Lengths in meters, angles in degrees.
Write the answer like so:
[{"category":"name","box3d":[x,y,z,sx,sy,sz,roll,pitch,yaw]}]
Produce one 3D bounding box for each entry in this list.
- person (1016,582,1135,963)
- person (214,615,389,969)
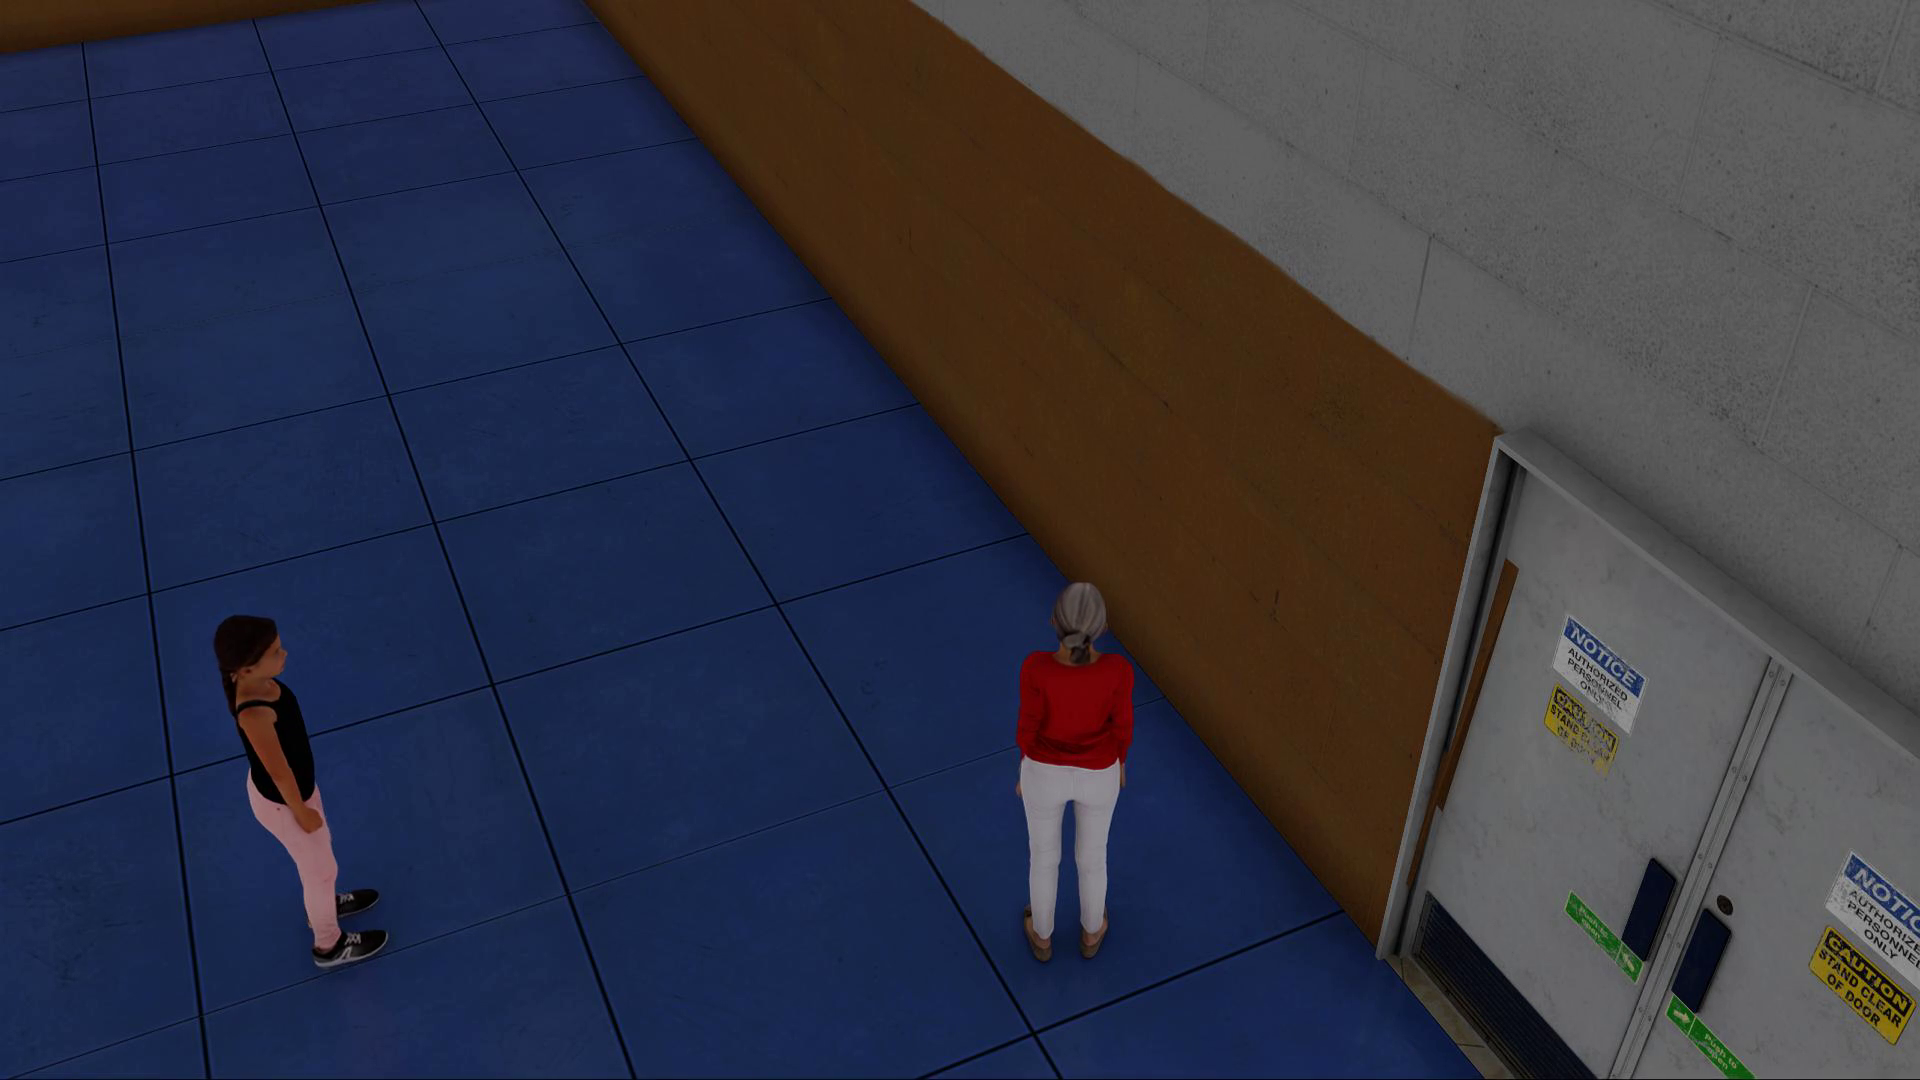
[{"category":"person","box3d":[0.381,0.817,5.721,0.597,1.694,0.696,-1,37,-1]},{"category":"person","box3d":[-2.328,0.874,5.756,0.511,1.560,0.520,-17,40,-21]}]
